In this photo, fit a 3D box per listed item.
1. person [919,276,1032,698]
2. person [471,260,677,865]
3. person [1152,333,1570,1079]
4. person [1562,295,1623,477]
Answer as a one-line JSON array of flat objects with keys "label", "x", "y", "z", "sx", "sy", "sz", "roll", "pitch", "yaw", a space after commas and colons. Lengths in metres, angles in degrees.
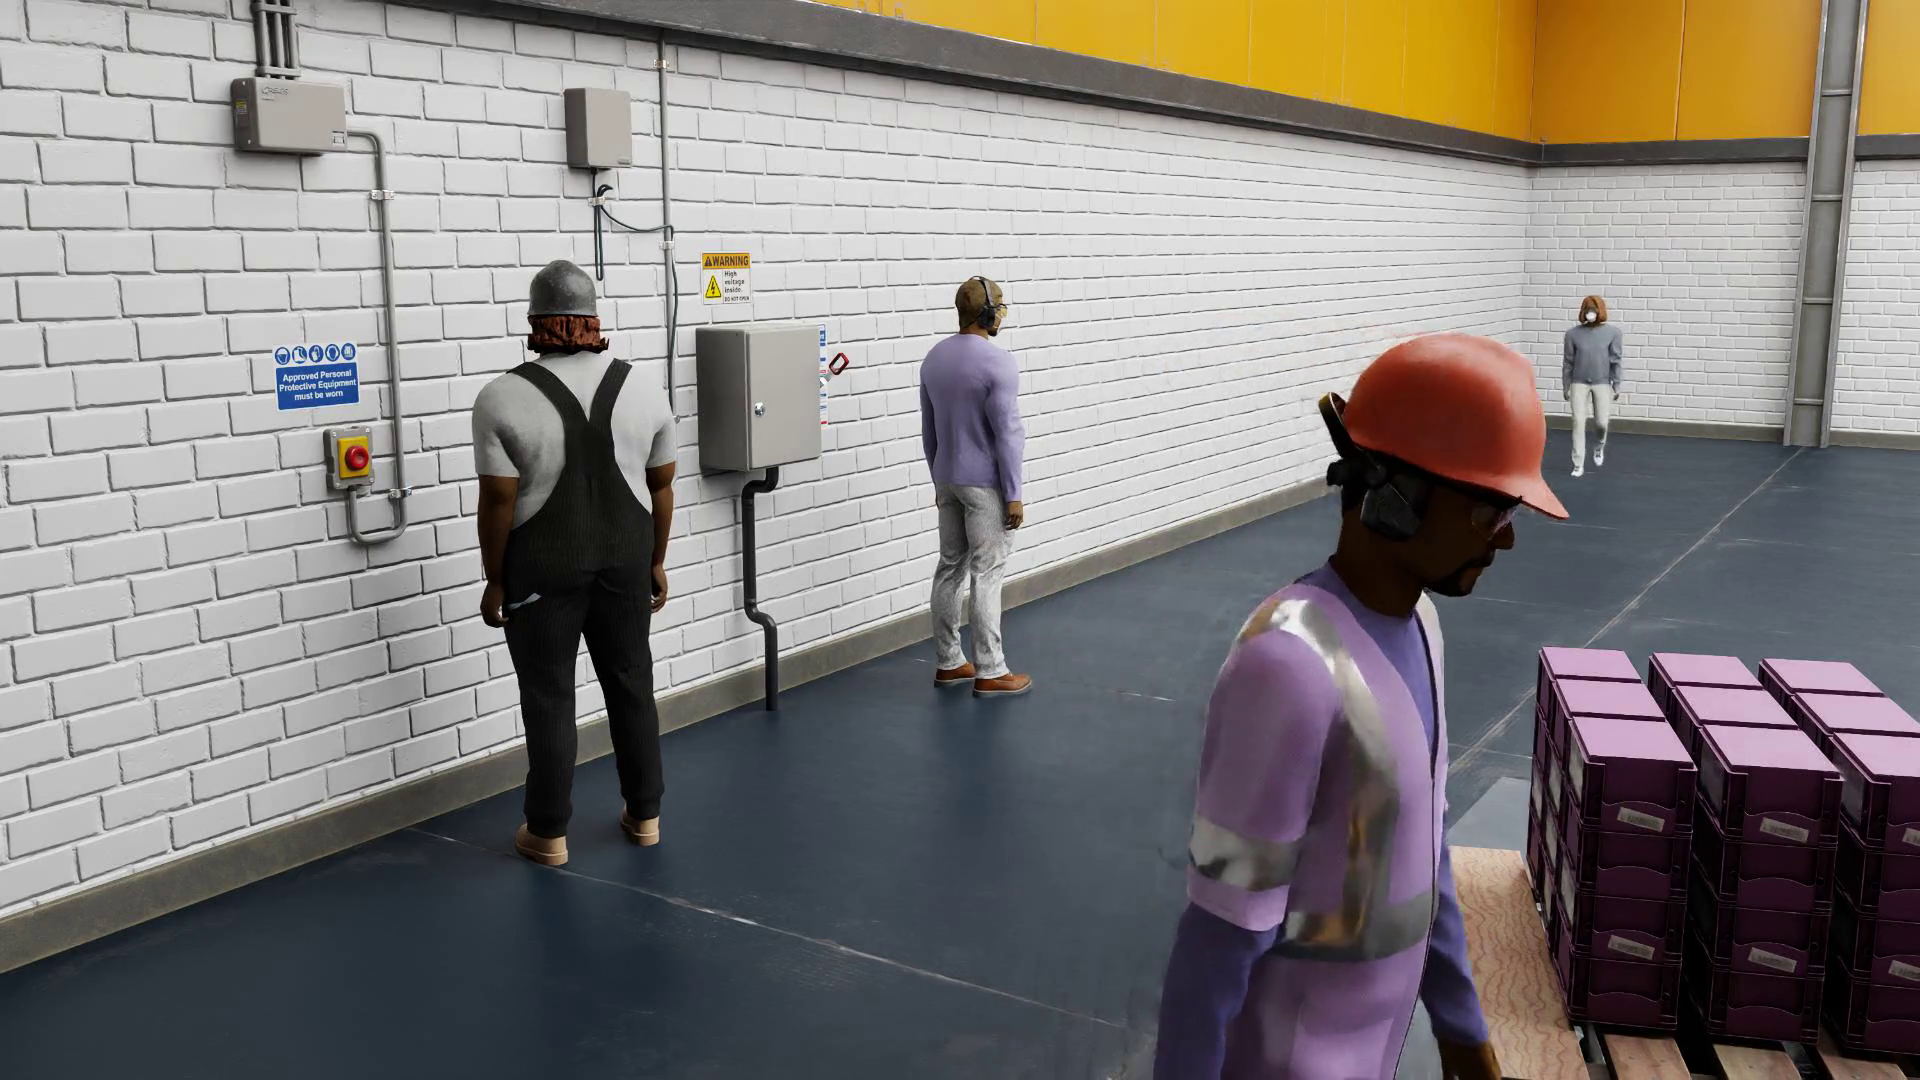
[{"label": "person", "x": 0.073, "y": -0.242, "z": 7.693, "sx": 0.370, "sy": 1.940, "sz": 0.630, "roll": -9, "pitch": 13, "yaw": -40}, {"label": "person", "x": -1.331, "y": 0.069, "z": 5.685, "sx": 0.687, "sy": 2.000, "sz": 0.535, "roll": -6, "pitch": 12, "yaw": -31}, {"label": "person", "x": 0.553, "y": 0.708, "z": 2.316, "sx": 1.010, "sy": 1.978, "sz": 0.645, "roll": 5, "pitch": 11, "yaw": 26}, {"label": "person", "x": 5.652, "y": -1.385, "z": 14.895, "sx": 0.511, "sy": 1.621, "sz": 0.485, "roll": 5, "pitch": 11, "yaw": 25}]
